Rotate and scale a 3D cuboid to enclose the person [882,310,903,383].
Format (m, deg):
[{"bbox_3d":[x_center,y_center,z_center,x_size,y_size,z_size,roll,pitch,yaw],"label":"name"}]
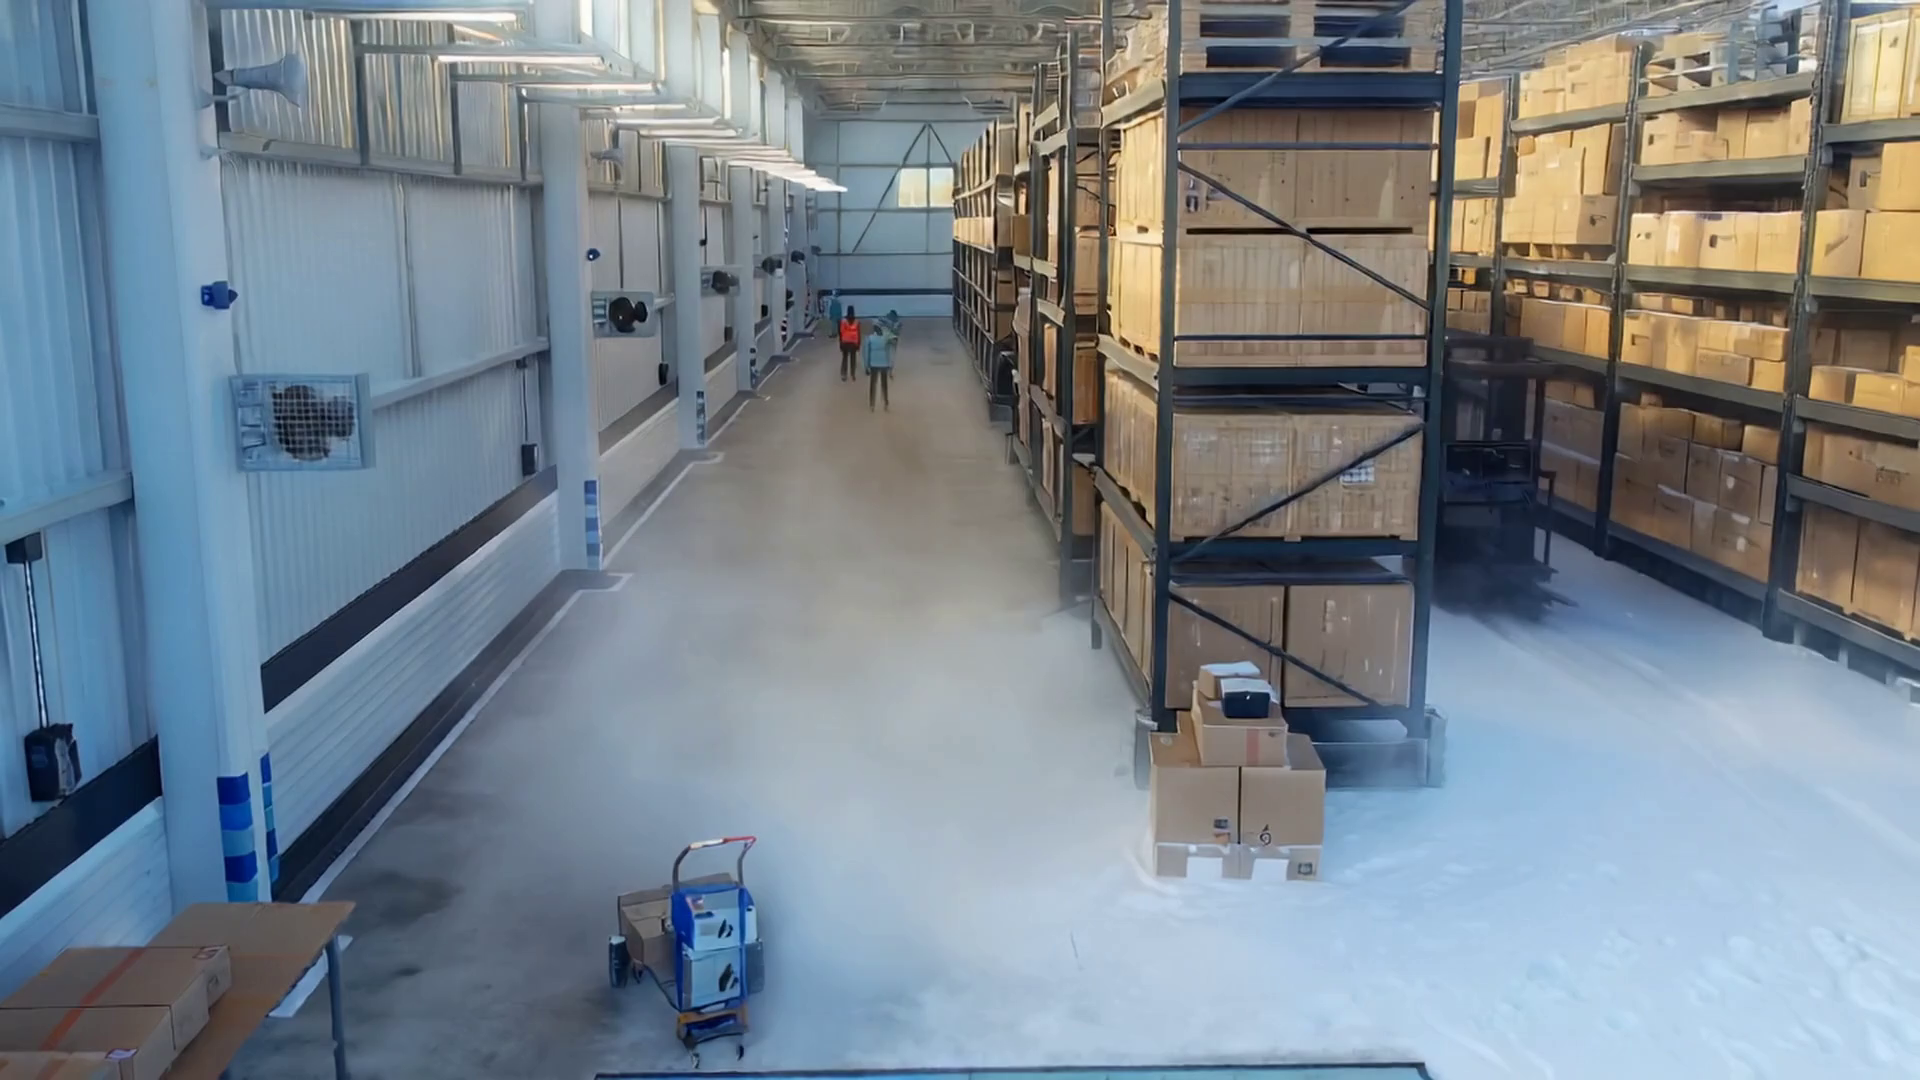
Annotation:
[{"bbox_3d":[-1.722,-4.859,41.848,0.595,1.831,0.531,-2,11,-8],"label":"person"}]

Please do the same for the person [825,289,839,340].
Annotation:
[{"bbox_3d":[-4.372,-7.709,56.920,0.486,1.745,0.295,-4,12,-20],"label":"person"}]

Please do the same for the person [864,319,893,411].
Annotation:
[{"bbox_3d":[-1.736,-3.742,35.661,0.621,1.986,0.411,-2,11,-9],"label":"person"}]

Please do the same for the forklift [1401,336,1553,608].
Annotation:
[{"bbox_3d":[5.634,-0.817,18.098,1.129,2.768,1.873,0,11,-2],"label":"forklift"}]

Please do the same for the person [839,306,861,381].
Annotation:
[{"bbox_3d":[-2.816,-5.021,42.501,0.589,1.912,0.397,-4,12,-20],"label":"person"}]
